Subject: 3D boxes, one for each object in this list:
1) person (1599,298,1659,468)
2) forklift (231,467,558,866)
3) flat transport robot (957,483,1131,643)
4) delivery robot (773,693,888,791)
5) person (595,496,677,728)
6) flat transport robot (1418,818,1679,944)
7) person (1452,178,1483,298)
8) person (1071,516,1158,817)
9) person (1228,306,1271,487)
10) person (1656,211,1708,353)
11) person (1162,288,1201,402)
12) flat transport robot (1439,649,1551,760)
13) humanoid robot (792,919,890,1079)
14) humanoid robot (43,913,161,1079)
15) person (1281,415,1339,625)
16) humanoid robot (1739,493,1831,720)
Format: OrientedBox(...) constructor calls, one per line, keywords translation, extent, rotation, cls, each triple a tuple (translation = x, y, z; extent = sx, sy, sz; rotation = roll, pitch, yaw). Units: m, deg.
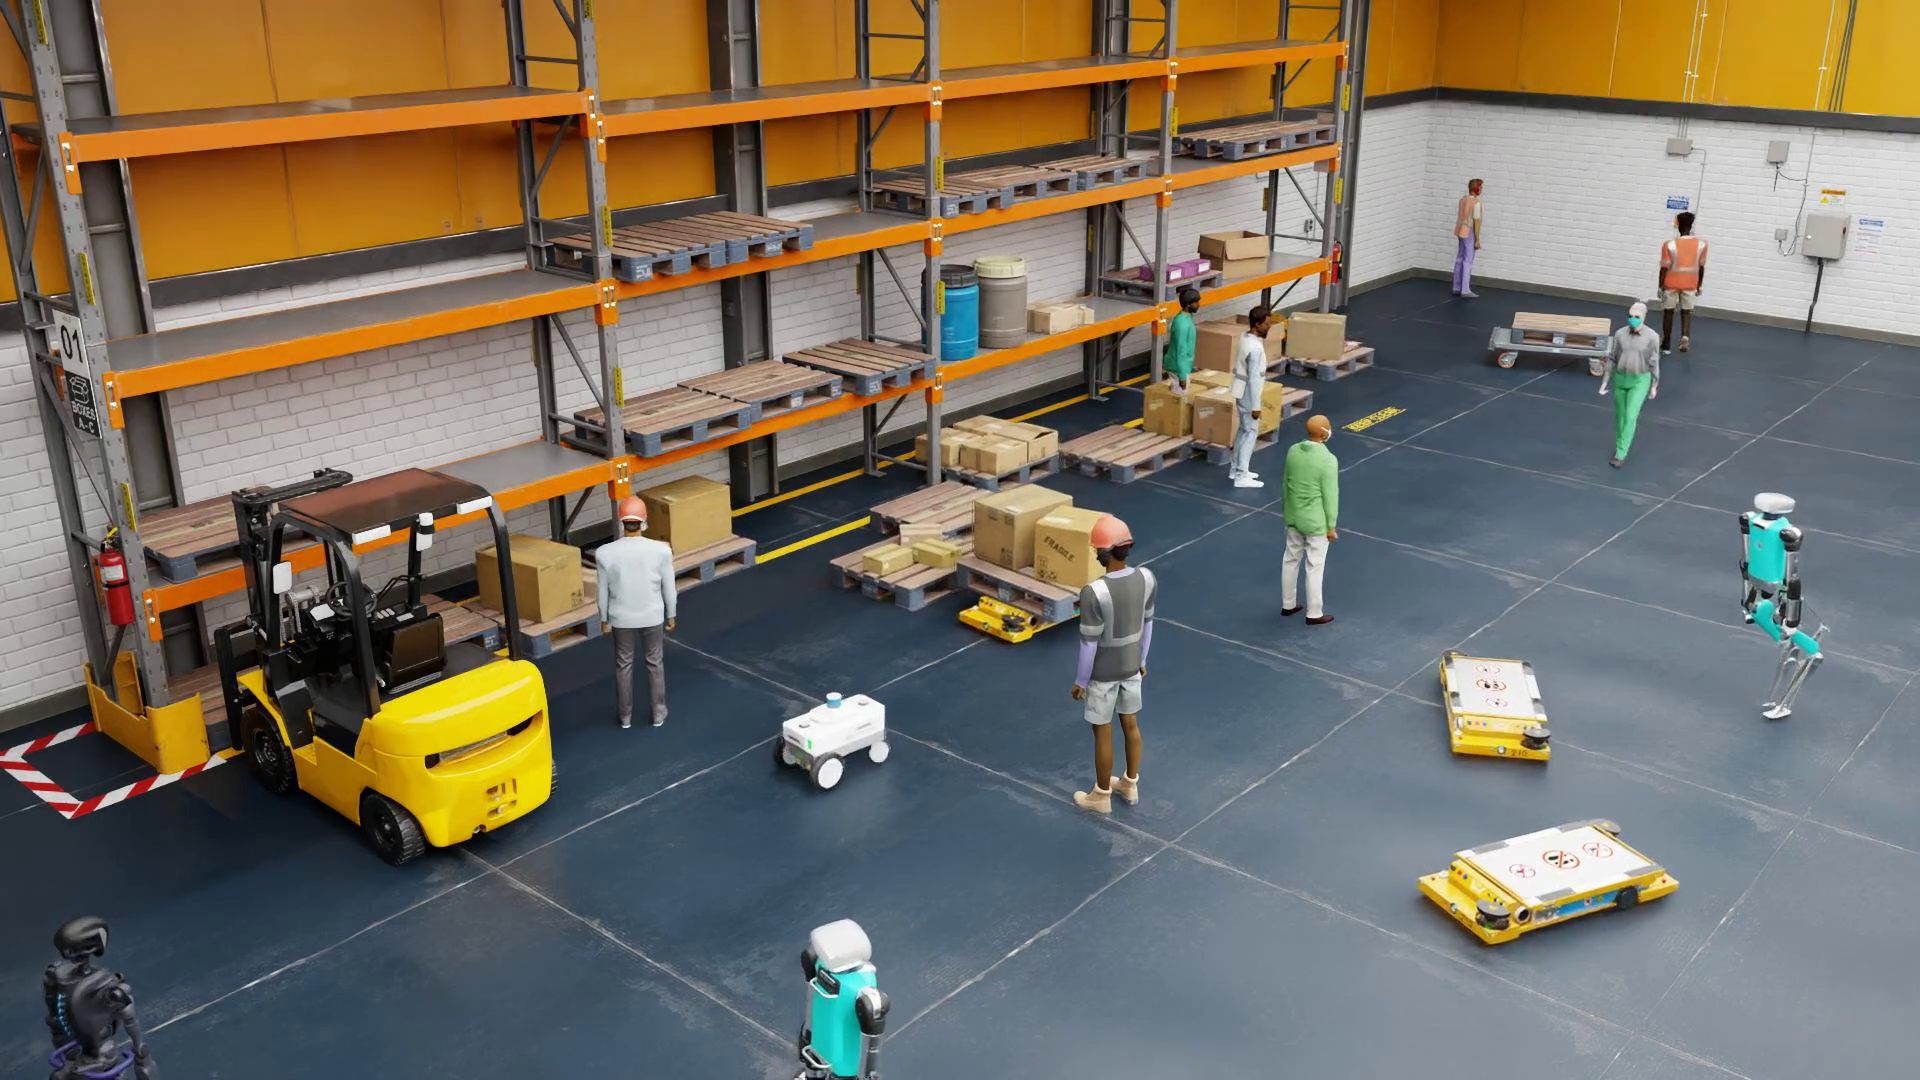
OrientedBox(translation=(7.151, -1.681, 17.881), extent=(0.875, 1.807, 0.542), rotation=(-19, 27, -41), cls="person")
OrientedBox(translation=(-3.730, 0.710, 10.856), extent=(2.313, 2.155, 1.214), rotation=(17, 26, 38), cls="forklift")
OrientedBox(translation=(0.728, 0.515, 14.157), extent=(1.431, 0.231, 0.659), rotation=(-18, 27, -40), cls="flat transport robot")
OrientedBox(translation=(-0.879, 1.347, 11.475), extent=(0.760, 0.586, 0.499), rotation=(-17, 26, -39), cls="delivery robot")
OrientedBox(translation=(-2.326, 0.524, 12.011), extent=(0.572, 1.738, 0.351), rotation=(-4, 21, -11), cls="person")
OrientedBox(translation=(3.550, 2.042, 10.019), extent=(1.431, 0.231, 0.659), rotation=(-9, 22, -22), cls="flat transport robot")
OrientedBox(translation=(7.974, -4.743, 26.123), extent=(0.389, 1.847, 0.564), rotation=(-4, 21, -11), cls="person")
OrientedBox(translation=(0.973, 0.817, 10.791), extent=(0.604, 2.037, 0.384), rotation=(-14, 25, -34), cls="person")
OrientedBox(translation=(2.987, -1.481, 17.206), extent=(0.397, 1.906, 0.596), rotation=(-1, 20, -2), cls="person")
OrientedBox(translation=(9.738, -3.456, 22.478), extent=(0.613, 1.949, 0.587), rotation=(3, 21, 9), cls="person")
OrientedBox(translation=(2.430, -1.857, 18.314), extent=(0.404, 1.843, 0.496), rotation=(4, 21, 10), cls="person")
OrientedBox(translation=(3.930, 1.205, 12.287), extent=(0.659, 0.231, 1.431), rotation=(4, 21, 11), cls="flat transport robot")
OrientedBox(translation=(-0.665, 2.494, 6.817), extent=(0.738, 1.877, 0.537), rotation=(-14, 24, -33), cls="humanoid robot")
OrientedBox(translation=(-3.715, 2.357, 7.142), extent=(0.584, 1.645, 0.417), rotation=(8, 22, 20), cls="humanoid robot")
OrientedBox(translation=(2.904, -0.172, 13.831), extent=(0.388, 1.784, 0.539), rotation=(-14, 25, -34), cls="person")
OrientedBox(translation=(6.049, 0.522, 12.130), extent=(0.824, 1.838, 0.561), rotation=(-6, 21, -16), cls="humanoid robot")
